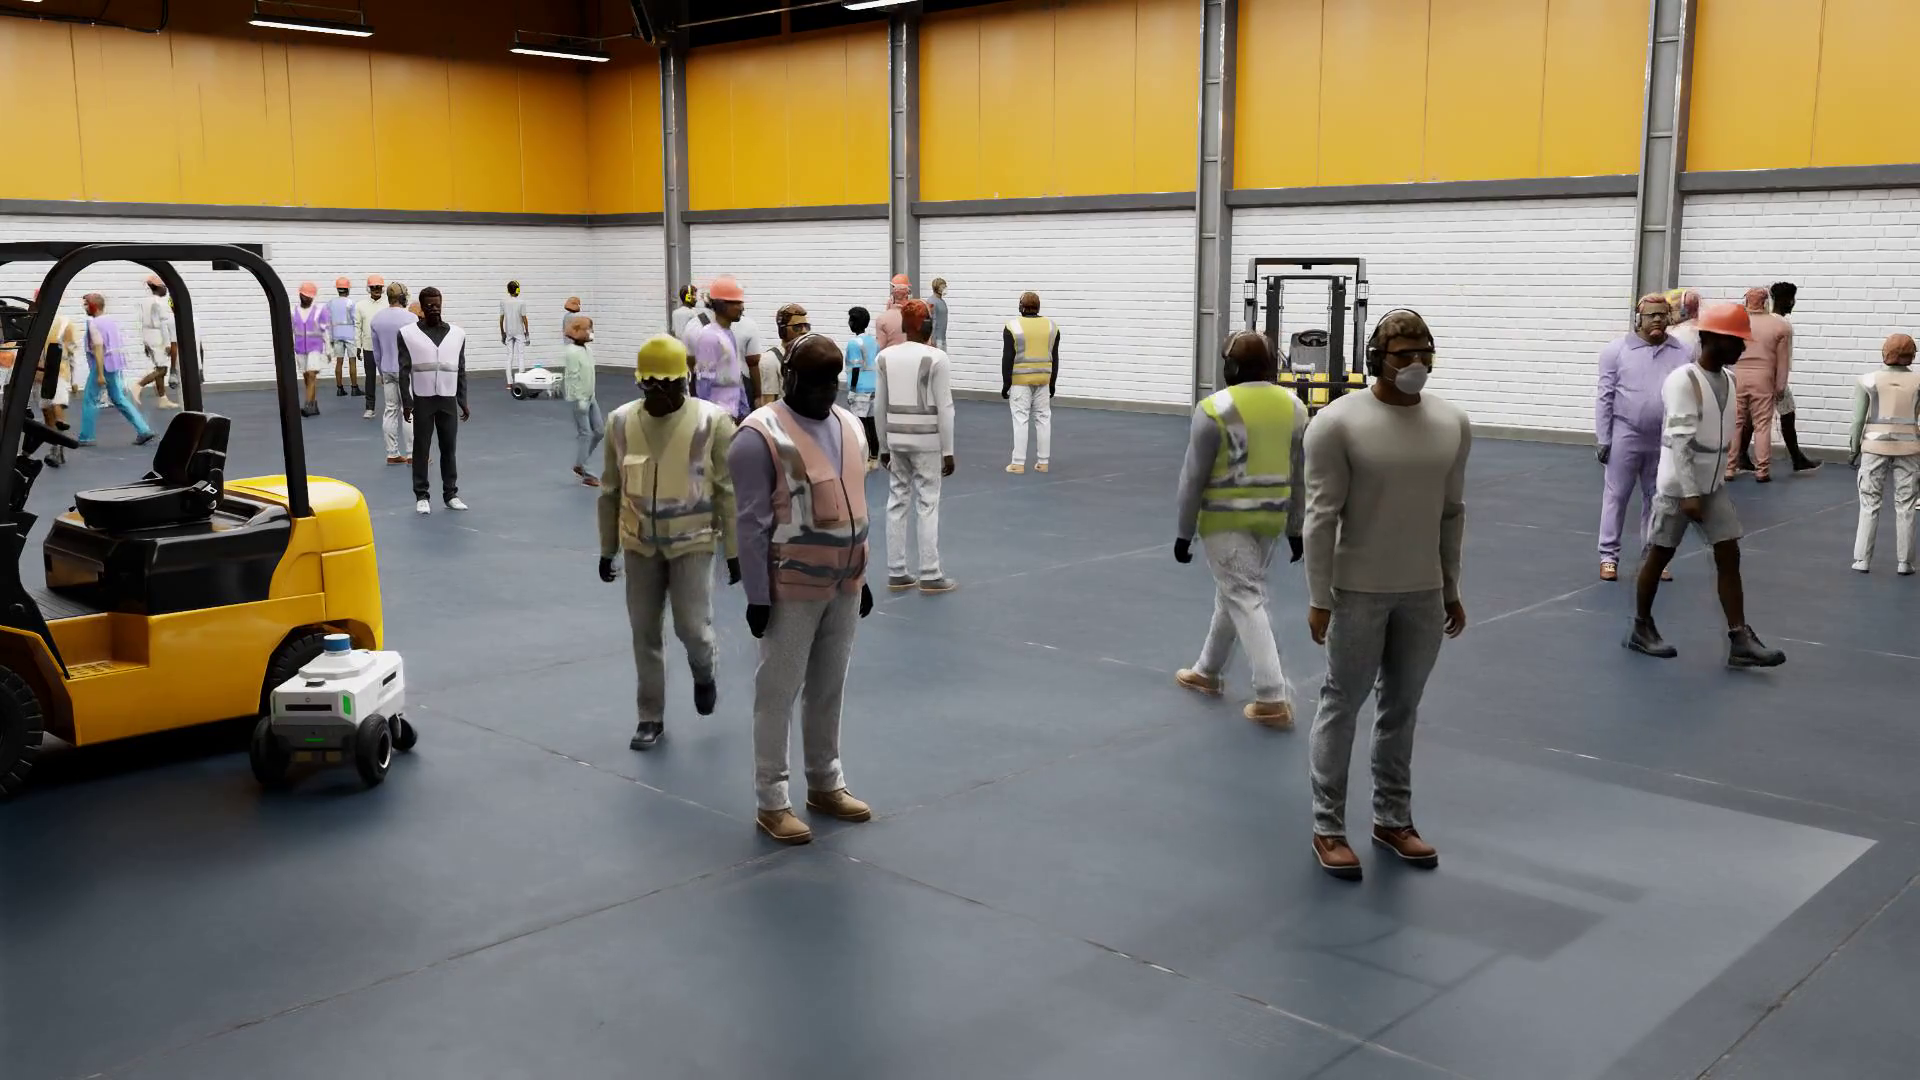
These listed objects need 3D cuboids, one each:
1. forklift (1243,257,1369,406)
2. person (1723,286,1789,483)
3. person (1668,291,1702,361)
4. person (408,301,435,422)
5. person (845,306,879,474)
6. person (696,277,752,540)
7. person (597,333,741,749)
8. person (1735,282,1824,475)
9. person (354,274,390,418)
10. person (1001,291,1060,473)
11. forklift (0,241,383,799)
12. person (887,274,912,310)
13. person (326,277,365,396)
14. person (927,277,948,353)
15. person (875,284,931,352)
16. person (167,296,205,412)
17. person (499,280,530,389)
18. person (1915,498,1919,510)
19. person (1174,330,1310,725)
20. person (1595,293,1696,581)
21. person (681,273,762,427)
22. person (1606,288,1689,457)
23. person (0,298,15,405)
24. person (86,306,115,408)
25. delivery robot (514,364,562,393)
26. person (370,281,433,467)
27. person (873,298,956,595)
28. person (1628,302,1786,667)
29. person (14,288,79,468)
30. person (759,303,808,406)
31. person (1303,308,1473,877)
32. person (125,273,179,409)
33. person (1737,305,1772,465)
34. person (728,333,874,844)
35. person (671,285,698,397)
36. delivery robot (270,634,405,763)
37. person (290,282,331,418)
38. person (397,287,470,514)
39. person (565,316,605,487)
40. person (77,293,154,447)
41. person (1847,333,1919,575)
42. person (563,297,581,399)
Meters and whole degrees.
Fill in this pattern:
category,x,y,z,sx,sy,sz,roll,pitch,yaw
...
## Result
category,x,y,z,sx,sy,sz,roll,pitch,yaw
forklift,3.309,-1.629,16.029,1.214,2.155,2.313,2,9,11
person,7.687,-1.509,16.178,0.651,1.906,0.403,4,10,24
person,6.066,-1.121,13.916,0.753,1.881,0.404,-5,10,-28
person,-7.294,-2.395,22.441,0.497,1.633,0.285,0,9,-3
person,-0.995,-1.516,16.856,0.317,1.696,0.540,4,10,21
person,-1.673,-0.965,12.549,0.959,2.001,0.628,1,9,6
person,-1.245,0.009,7.183,0.660,1.800,0.545,1,9,9
person,8.252,-1.607,16.661,0.939,1.929,0.618,0,9,-2
person,-8.095,-2.688,23.131,0.612,1.997,0.375,-2,10,-13
person,0.701,-1.594,16.896,0.629,1.843,0.429,-4,10,-23
forklift,-3.706,-0.171,7.093,1.214,2.155,2.313,9,13,43
person,-0.905,-2.985,24.956,0.393,1.992,0.622,-4,10,-21
person,-10.016,-3.311,27.125,0.552,1.936,0.358,1,9,7
person,-0.347,-3.072,25.656,0.354,1.938,0.635,2,10,14
person,-0.641,-1.870,18.402,0.651,1.902,0.403,-3,10,-18
person,-8.669,-1.885,18.638,0.321,1.861,0.525,2,10,14
person,-7.684,-3.540,28.740,0.531,1.870,0.316,2,9,10
person,8.396,-1.128,14.285,0.317,1.765,0.522,3,10,19
person,1.299,-0.075,7.742,0.639,1.797,0.944,-5,11,-30
person,4.550,-0.673,11.048,0.638,1.910,0.407,0,9,3
person,-1.981,-1.250,14.177,0.688,2.000,0.536,2,9,12
person,7.040,-1.602,16.861,0.876,1.884,0.600,4,10,22
person,-12.404,-2.276,21.535,0.320,1.697,0.539,0,9,2
person,-12.808,-2.780,24.783,0.307,1.640,0.519,1,9,4
delivery robot,-6.685,-2.545,26.375,0.707,0.478,0.477,2,9,14
person,-5.859,-1.730,17.435,0.631,1.940,0.372,4,10,23
person,-0.282,-0.594,10.628,0.584,1.883,0.337,6,11,34
person,3.901,-0.270,8.603,0.562,1.888,0.962,-4,10,-25
person,-9.488,-1.679,17.267,0.562,1.880,0.996,-2,10,-14
person,-1.113,-0.645,11.061,0.332,1.844,0.517,6,11,31
person,1.466,0.180,5.721,0.629,1.939,0.371,-3,10,-18
person,-11.827,-2.885,24.286,0.631,2.018,0.766,8,12,40
person,8.293,-1.641,17.413,0.320,1.769,0.523,3,10,16
person,-0.544,0.168,6.097,0.429,1.839,0.633,8,12,39
person,-3.491,-2.335,21.377,0.520,1.865,0.332,9,13,43
delivery robot,-2.569,0.633,6.890,0.477,0.478,0.707,0,9,-1
person,-9.134,-2.635,23.172,0.617,1.866,0.991,-1,9,-6
person,-4.490,-1.195,14.211,0.593,1.920,0.392,-7,12,-37
person,-3.550,-1.314,15.834,0.365,1.630,0.522,2,9,11
person,-9.945,-1.979,19.387,0.956,1.804,0.584,-1,9,-5
person,6.315,-0.577,11.284,0.523,1.636,0.310,4,10,25
person,-6.120,-3.037,26.380,0.280,1.631,0.504,-7,12,-38
